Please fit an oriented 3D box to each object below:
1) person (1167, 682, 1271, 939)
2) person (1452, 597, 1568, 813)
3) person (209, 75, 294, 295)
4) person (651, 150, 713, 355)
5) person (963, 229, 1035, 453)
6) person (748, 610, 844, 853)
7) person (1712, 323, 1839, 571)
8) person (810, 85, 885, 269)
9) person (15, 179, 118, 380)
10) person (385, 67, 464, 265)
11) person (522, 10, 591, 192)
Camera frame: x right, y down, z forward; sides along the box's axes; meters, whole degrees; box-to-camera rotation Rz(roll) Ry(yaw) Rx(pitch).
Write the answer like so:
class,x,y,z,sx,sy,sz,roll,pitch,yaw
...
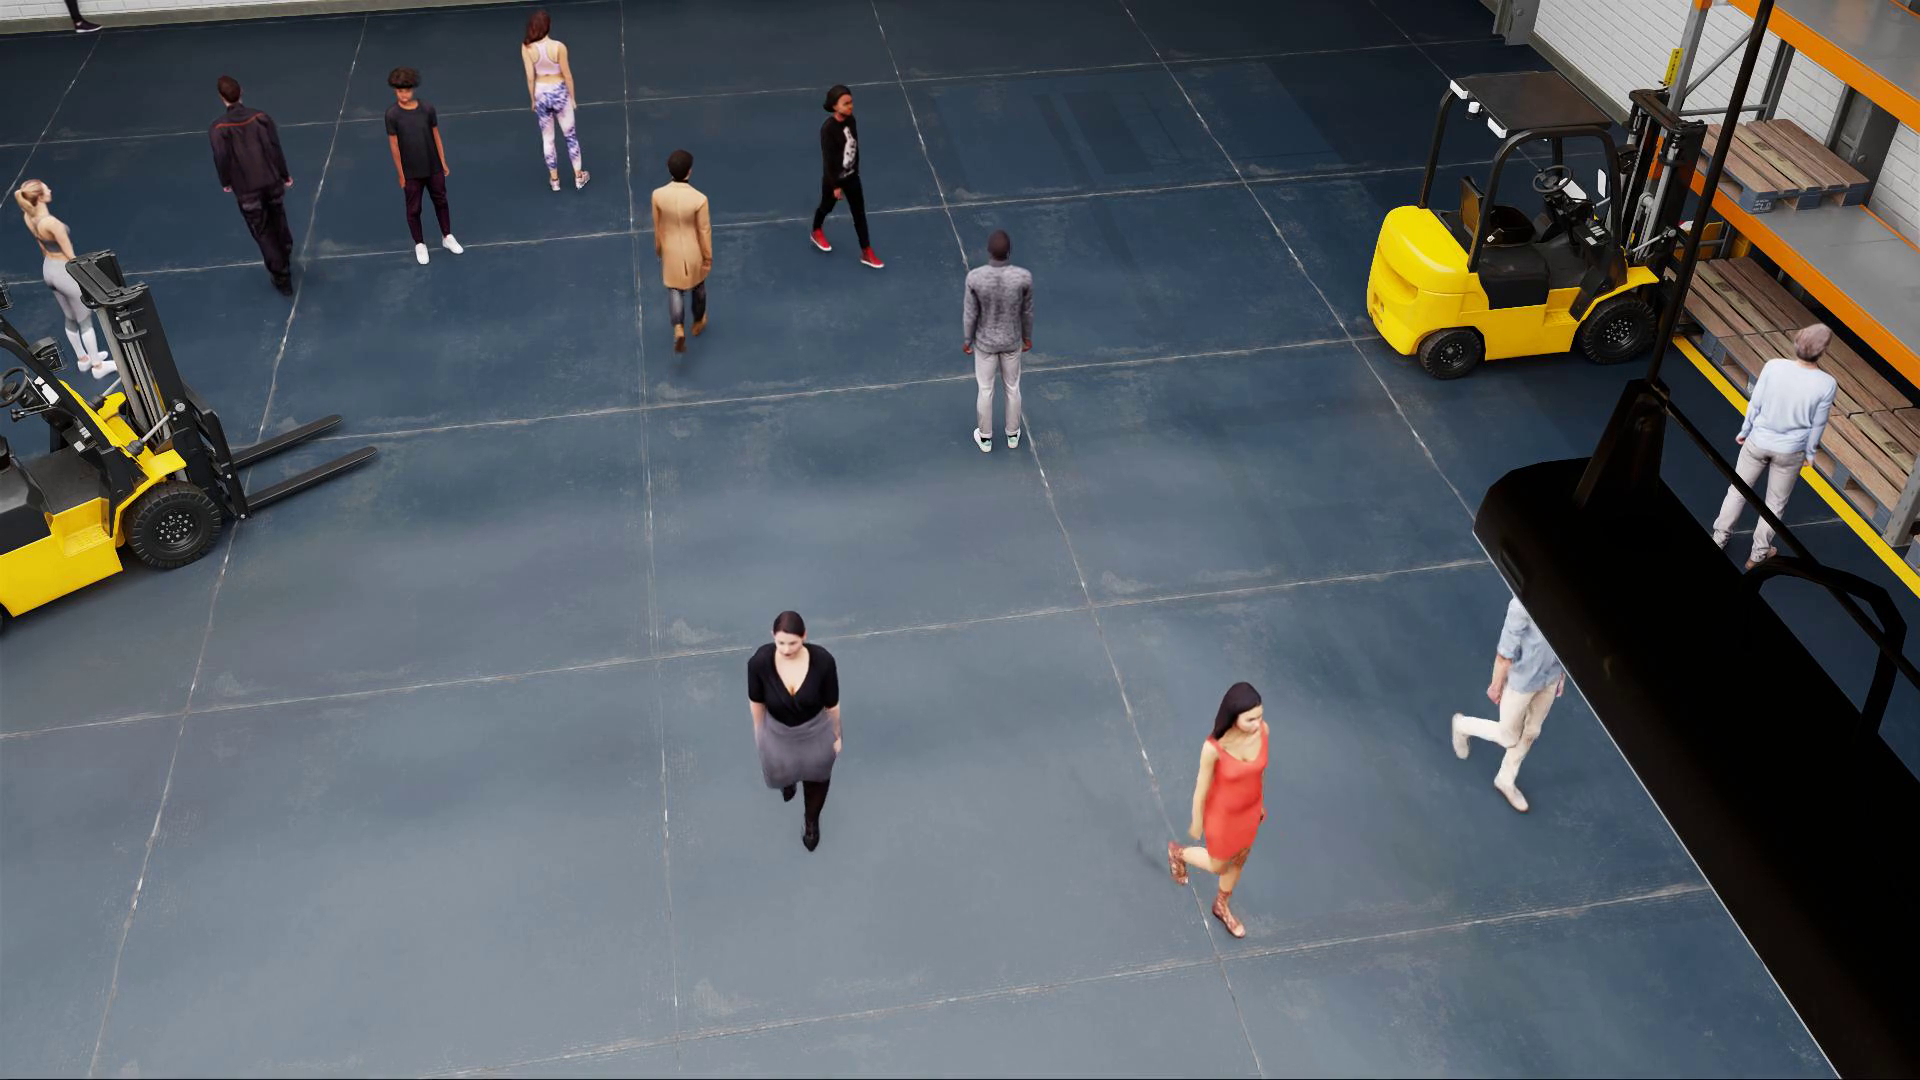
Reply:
class,x,y,z,sx,sy,sz,roll,pitch,yaw
person,1.399,1.398,8.911,0.786,1.706,0.933,-23,44,-26
person,3.247,0.744,9.628,0.784,1.834,0.953,-16,41,-19
person,-6.006,-3.017,14.300,1.016,1.879,1.169,-28,47,-31
person,-2.274,-2.319,13.572,0.732,1.698,1.018,0,39,0
person,0.286,-1.481,12.410,0.683,1.839,0.545,-5,39,-6
person,-0.905,1.012,9.362,0.692,1.746,0.805,-3,39,-4
person,5.546,-0.636,11.309,0.735,1.892,0.809,26,45,29
person,-1.130,-3.236,14.774,1.176,1.630,1.003,32,48,34
person,-7.159,-2.090,13.281,0.635,1.703,0.679,18,42,21
person,-4.810,-3.363,14.811,0.702,1.782,0.692,-22,44,-26
person,-3.888,-4.184,15.850,0.585,1.769,0.553,-3,39,-4
